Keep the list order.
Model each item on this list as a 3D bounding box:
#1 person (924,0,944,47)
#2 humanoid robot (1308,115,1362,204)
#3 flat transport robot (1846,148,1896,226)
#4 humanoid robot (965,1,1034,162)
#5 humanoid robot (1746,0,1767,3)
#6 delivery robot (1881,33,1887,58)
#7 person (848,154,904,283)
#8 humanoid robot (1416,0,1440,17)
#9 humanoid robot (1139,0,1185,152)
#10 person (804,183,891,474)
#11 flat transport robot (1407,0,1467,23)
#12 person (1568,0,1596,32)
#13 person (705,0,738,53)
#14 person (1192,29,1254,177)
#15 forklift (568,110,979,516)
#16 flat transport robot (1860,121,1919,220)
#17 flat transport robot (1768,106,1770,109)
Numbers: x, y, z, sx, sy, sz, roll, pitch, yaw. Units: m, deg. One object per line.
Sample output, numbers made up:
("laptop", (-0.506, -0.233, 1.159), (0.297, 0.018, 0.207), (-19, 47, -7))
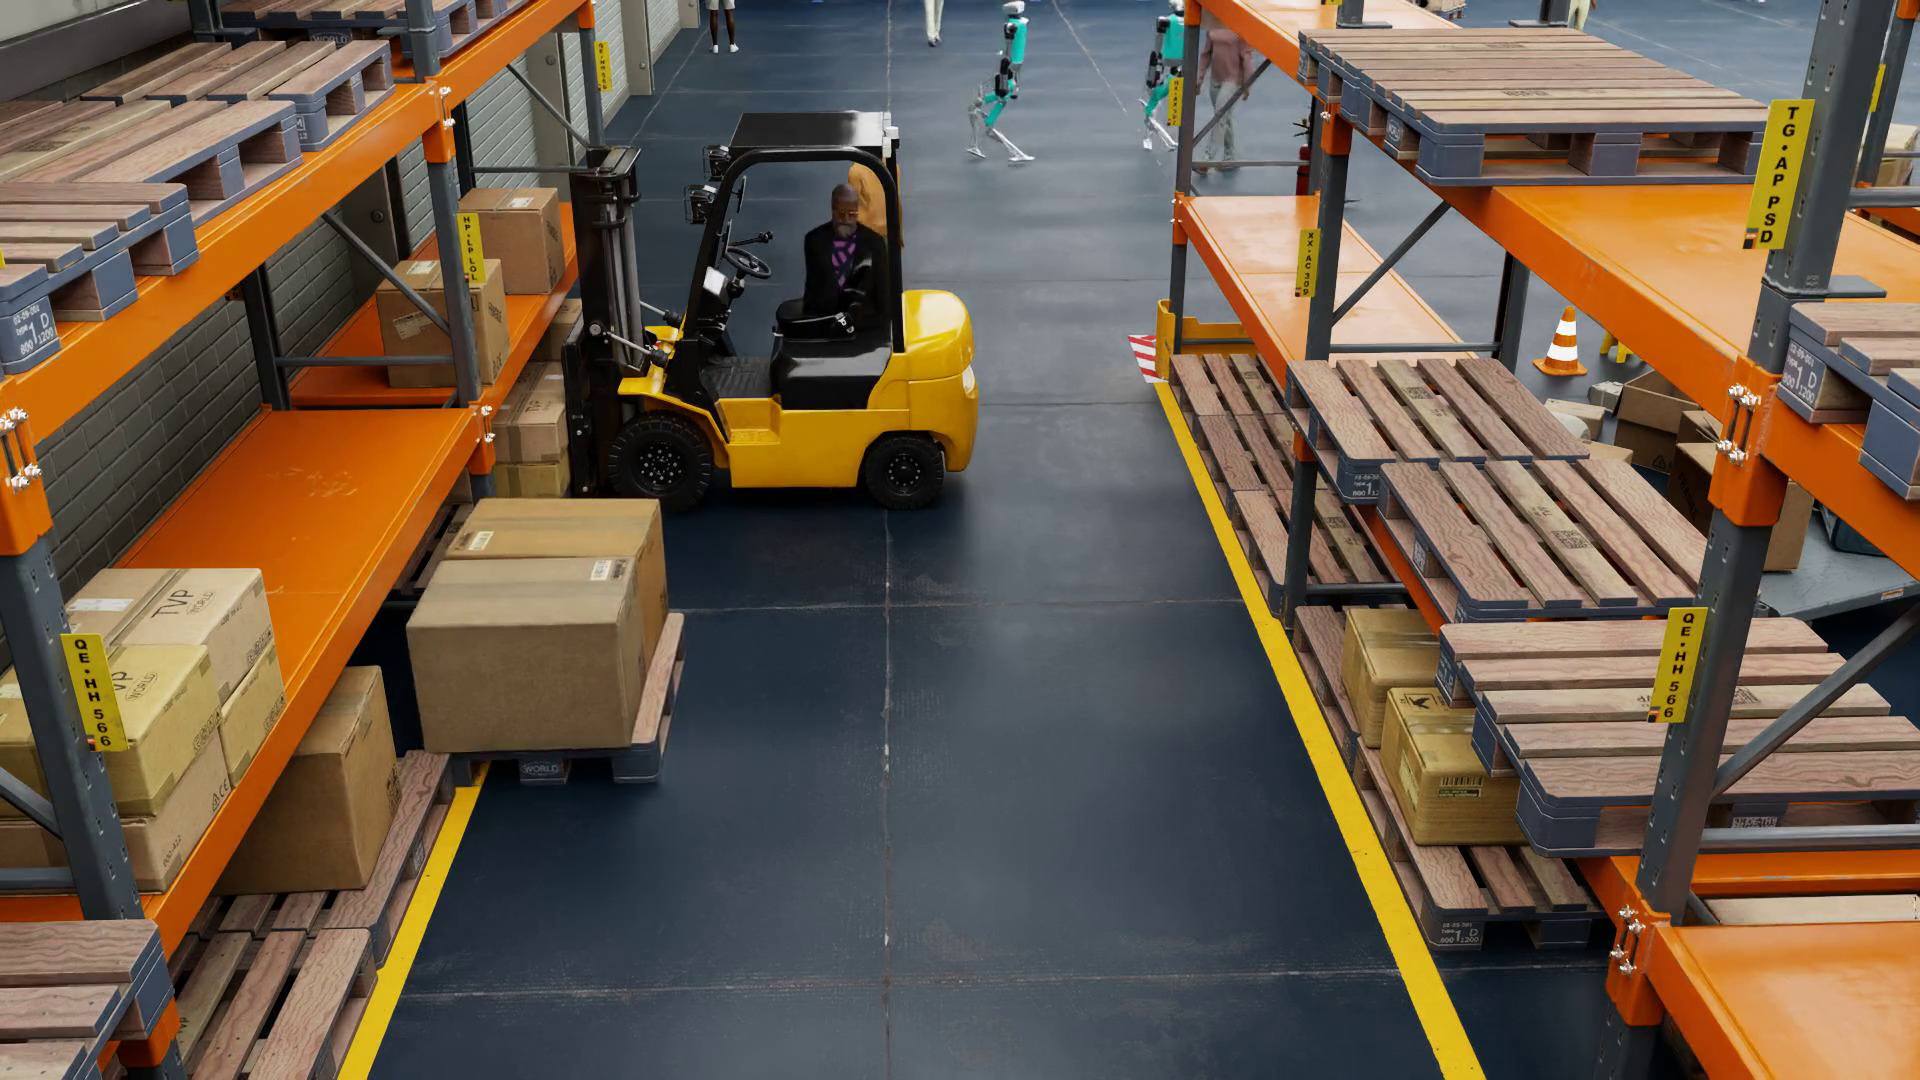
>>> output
("person", (-0.388, -8.515, 25.673), (0.571, 1.691, 0.927), (-2, 25, -4))
("humanoid robot", (3.640, -4.066, 16.283), (0.681, 1.633, 0.589), (13, 28, 26))
("flat transport robot", (6.653, -1.983, 13.502), (1.431, 0.231, 0.659), (4, 26, 9))
("humanoid robot", (0.329, -4.971, 18.164), (1.004, 1.775, 0.531), (9, 27, 18))
("humanoid robot", (14.314, -10.369, 29.541), (0.554, 1.735, 1.004), (-9, 27, -19))
("delivery robot", (13.236, -7.299, 24.420), (0.782, 0.589, 0.499), (-14, 29, -28))
("person", (-0.614, -2.248, 12.381), (0.437, 1.709, 0.389), (-14, 29, -27))
("humanoid robot", (5.415, -5.680, 19.683), (0.613, 1.651, 0.374), (-9, 27, -18))
("humanoid robot", (2.227, -5.155, 18.487), (0.555, 1.702, 1.017), (-11, 27, -22))
("person", (-0.683, -1.276, 10.177), (0.558, 1.833, 0.444), (0, 25, -1))
("flat transport robot", (7.446, -8.391, 27.073), (0.659, 0.231, 1.431), (16, 30, 31))
("person", (8.797, -7.711, 23.735), (0.545, 1.891, 0.381), (1, 25, 3))
("person", (-3.614, -8.308, 24.989), (0.555, 1.898, 0.371), (-4, 26, -9))
("person", (2.704, -4.830, 17.622), (0.885, 1.899, 0.642), (-16, 30, -30))
("forklift", (-1.043, -1.379, 9.976), (2.313, 2.155, 1.214), (-1, 25, -2))
("flat transport robot", (8.714, -3.330, 16.355), (1.431, 0.231, 0.659), (16, 29, 30))
("flat transport robot", (8.339, -3.970, 17.710), (1.431, 0.231, 0.659), (-5, 26, -11))
